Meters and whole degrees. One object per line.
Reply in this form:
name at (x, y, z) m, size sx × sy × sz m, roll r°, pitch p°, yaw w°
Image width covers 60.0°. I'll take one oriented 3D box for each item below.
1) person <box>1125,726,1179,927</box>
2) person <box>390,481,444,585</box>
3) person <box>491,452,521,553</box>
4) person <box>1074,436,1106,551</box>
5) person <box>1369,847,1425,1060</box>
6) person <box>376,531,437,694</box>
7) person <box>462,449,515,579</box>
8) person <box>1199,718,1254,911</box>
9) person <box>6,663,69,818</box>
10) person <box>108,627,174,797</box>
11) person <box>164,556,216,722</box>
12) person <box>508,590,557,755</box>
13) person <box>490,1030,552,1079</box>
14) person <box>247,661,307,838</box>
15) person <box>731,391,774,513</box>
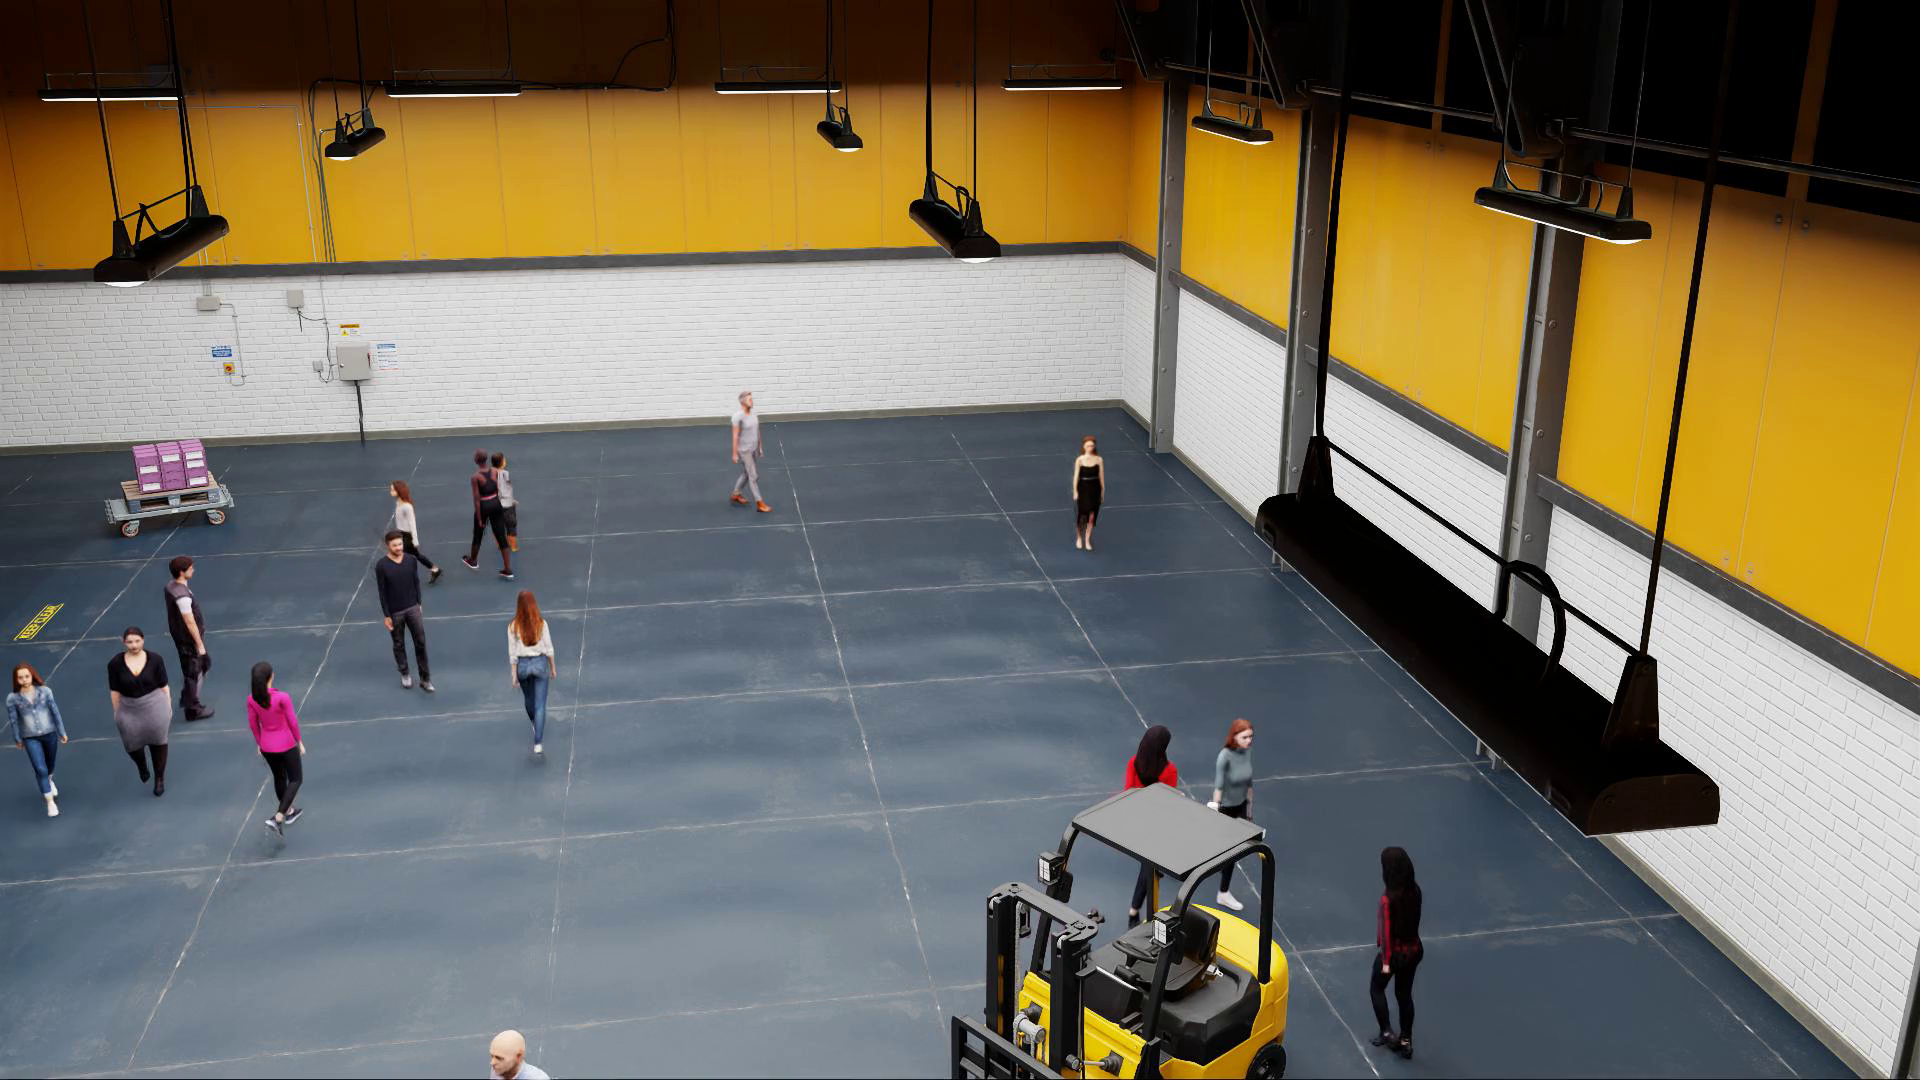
person at (1.560, 2.403, 13.800) m, size 1.024 × 1.685 × 1.174 m, roll 8°, pitch 20°, yaw 23°
person at (-7.060, -0.055, 21.459) m, size 0.927 × 1.456 × 1.005 m, roll -14°, pitch 23°, yaw -37°
person at (-6.309, -0.560, 22.958) m, size 0.632 × 1.456 × 0.619 m, roll 4°, pitch 19°, yaw 11°
person at (1.776, -0.671, 23.035) m, size 0.550 × 1.617 × 0.593 m, roll -3°, pitch 19°, yaw -8°
person at (3.264, 3.028, 12.023) m, size 0.702 × 1.634 × 0.746 m, roll -13°, pitch 23°, yaw -34°
person at (-6.213, 0.763, 18.417) m, size 0.836 × 1.847 × 1.010 m, roll -11°, pitch 22°, yaw -30°
person at (-6.118, -0.320, 21.838) m, size 1.208 × 1.715 × 1.060 m, roll 17°, pitch 25°, yaw 40°
person at (2.228, 2.282, 14.096) m, size 0.828 × 1.726 × 0.958 m, roll -13°, pitch 22°, yaw -33°
person at (-8.769, 1.841, 15.836) m, size 0.876 × 1.450 × 1.060 m, roll -14°, pitch 23°, yaw -36°
person at (-7.872, 1.629, 16.011) m, size 0.768 × 1.740 × 0.816 m, roll -9°, pitch 20°, yaw -24°
person at (-8.240, 1.067, 17.536) m, size 0.847 × 1.833 × 0.735 m, roll -15°, pitch 23°, yaw -37°
person at (-4.339, 1.366, 16.871) m, size 0.583 × 1.691 × 1.119 m, roll -3°, pitch 19°, yaw -9°
person at (-2.554, 3.667, 9.903) m, size 0.988 × 1.777 × 1.058 m, roll 12°, pitch 22°, yaw 31°
person at (-6.255, 1.930, 15.210) m, size 0.801 × 1.682 × 1.040 m, roll 3°, pitch 19°, yaw 8°
person at (-3.217, -1.326, 24.703) m, size 1.157 × 1.794 × 1.158 m, roll 9°, pitch 21°, yaw 26°
